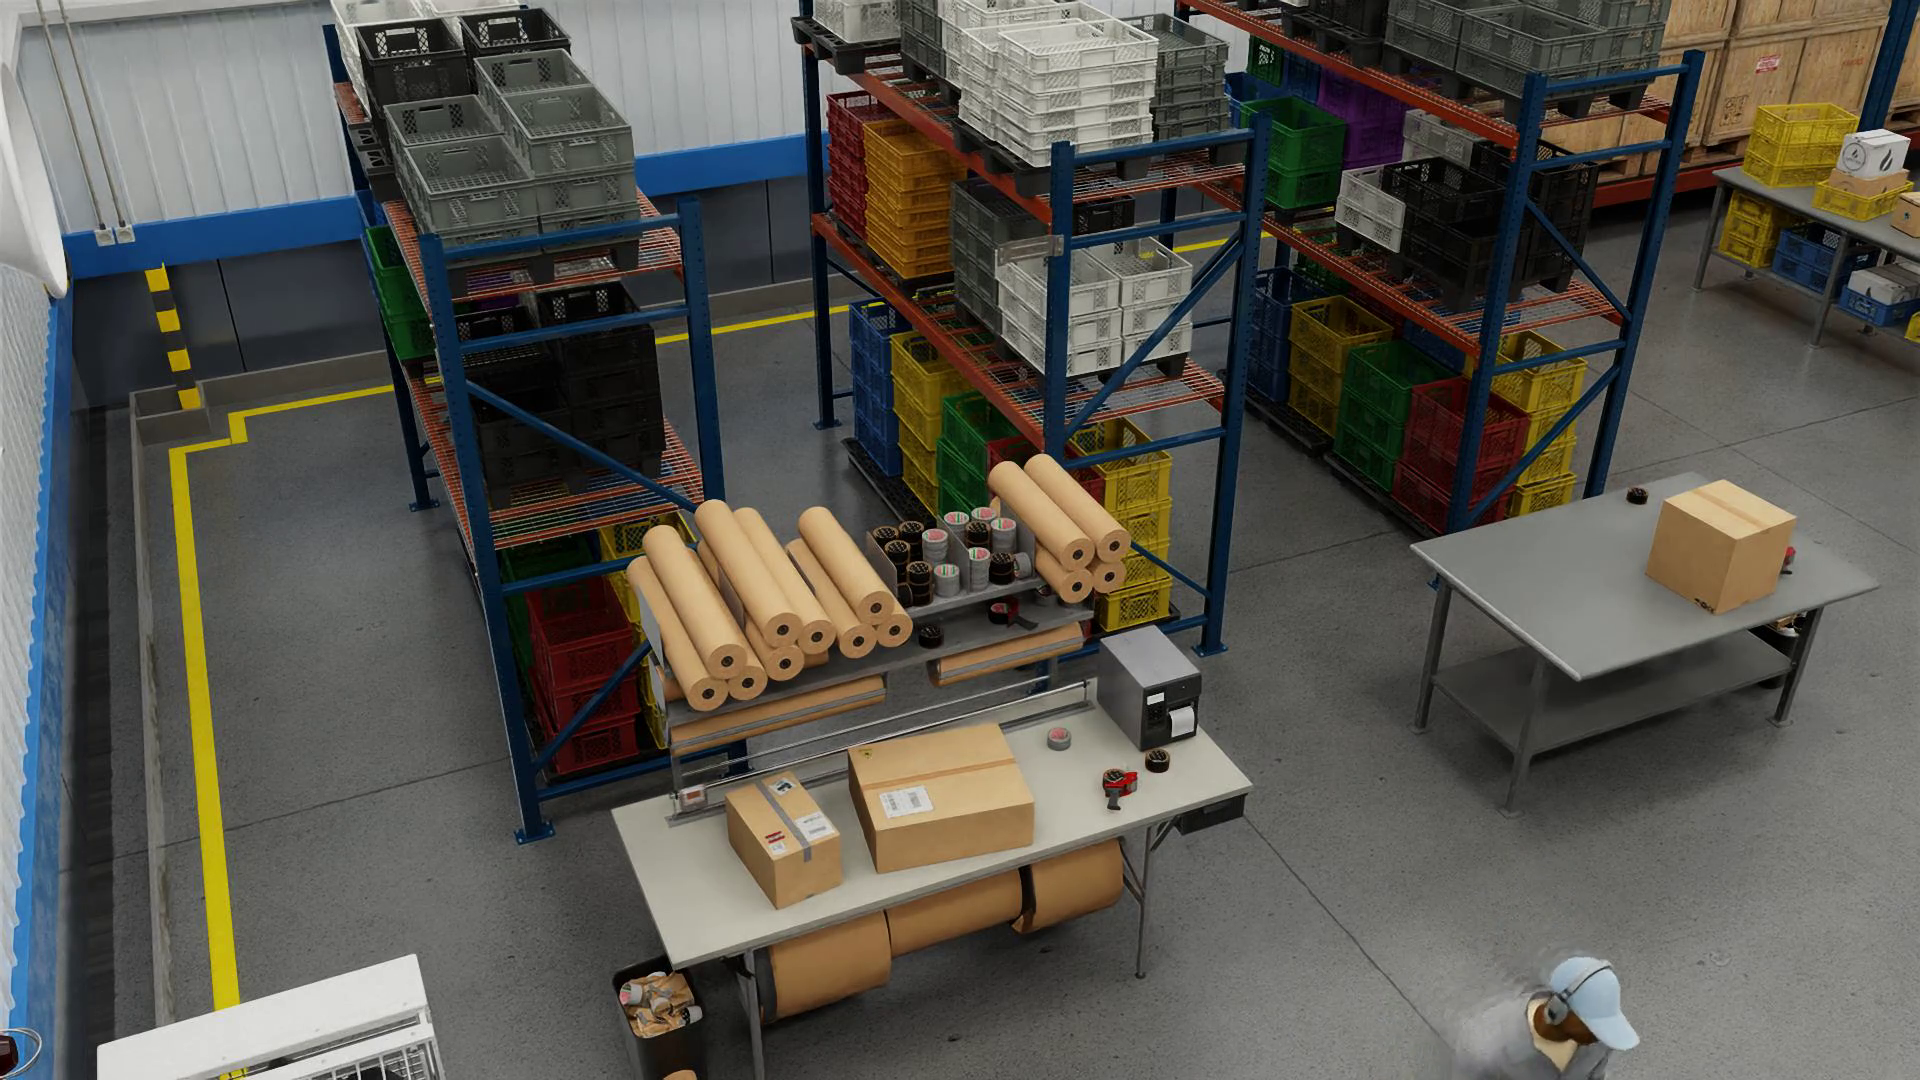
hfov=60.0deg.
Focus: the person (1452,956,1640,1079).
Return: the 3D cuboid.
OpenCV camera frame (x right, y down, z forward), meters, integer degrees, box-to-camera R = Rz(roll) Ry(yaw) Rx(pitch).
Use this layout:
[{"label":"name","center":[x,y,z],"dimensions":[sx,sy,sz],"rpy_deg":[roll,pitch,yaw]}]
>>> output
[{"label":"person","center":[1.781,1.924,5.415],"dimensions":[0.612,1.776,0.882],"rpy_deg":[-6,32,-9]}]
